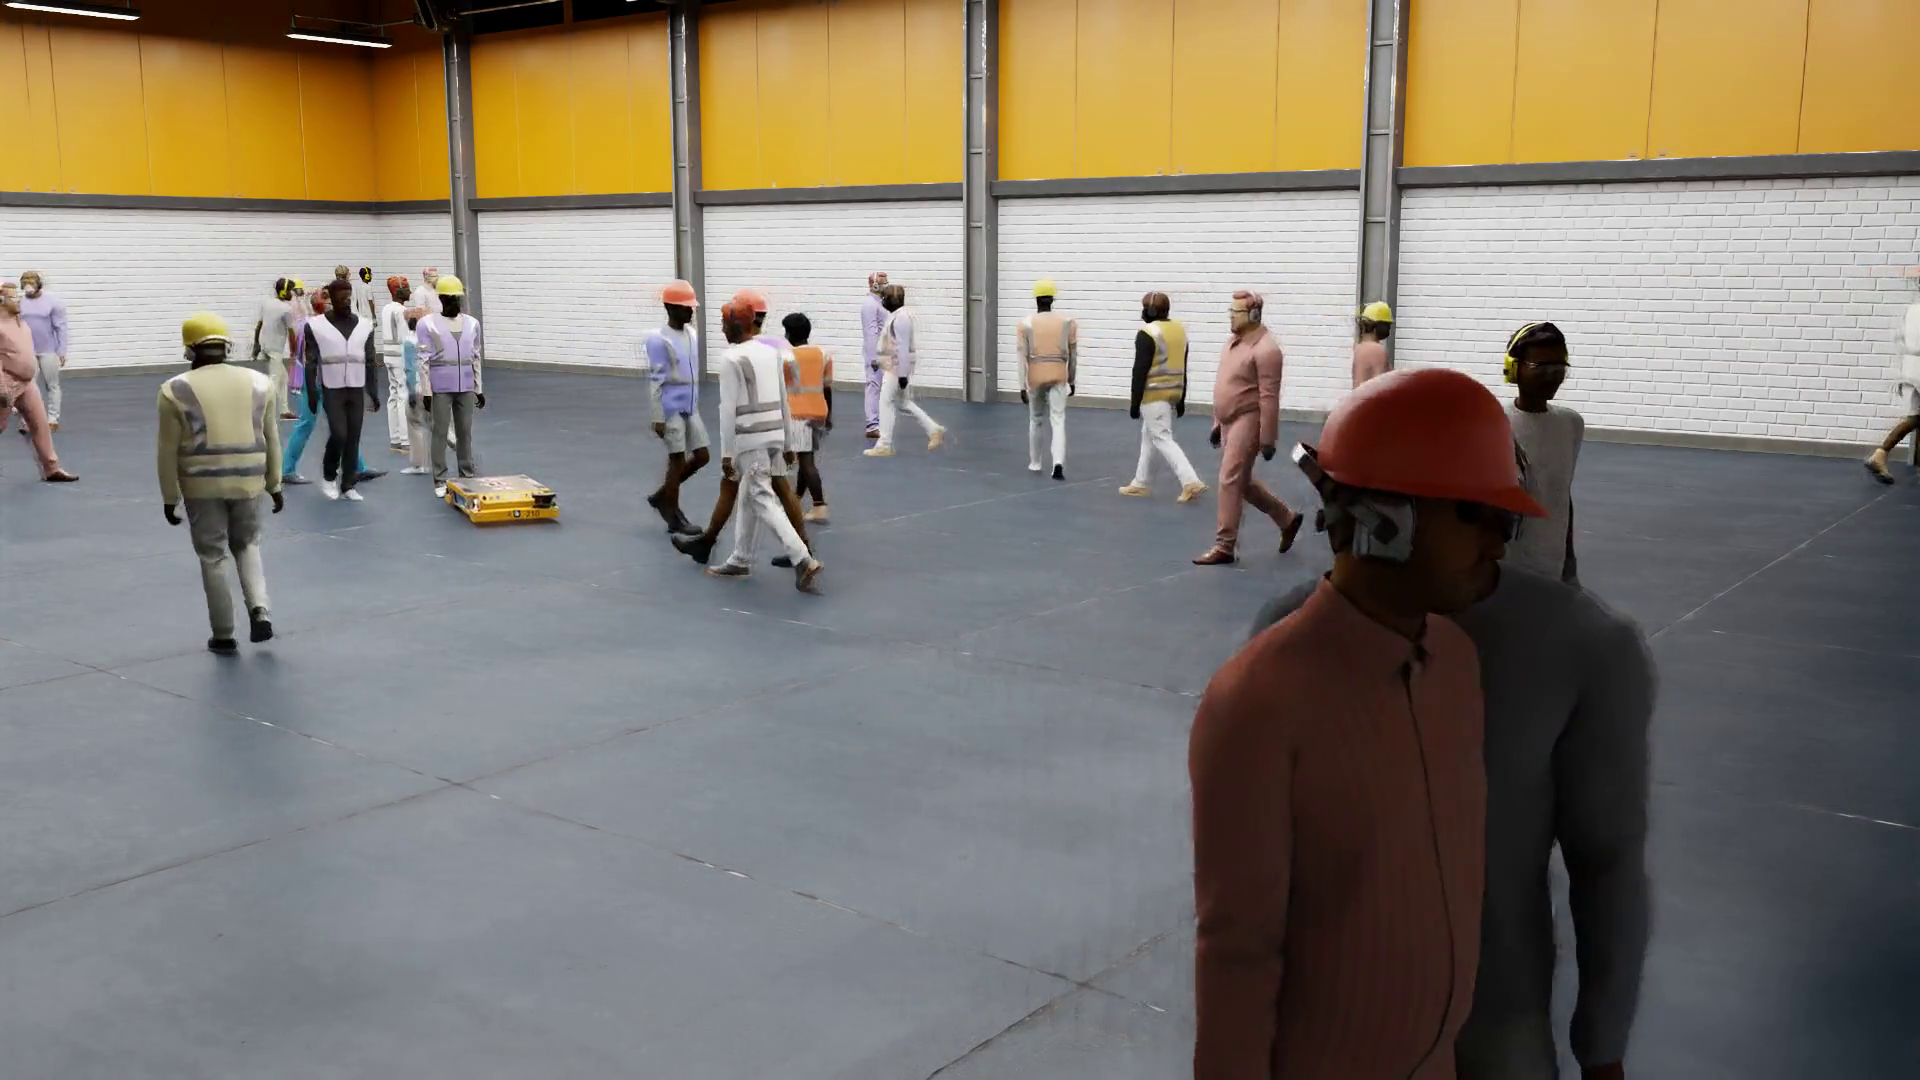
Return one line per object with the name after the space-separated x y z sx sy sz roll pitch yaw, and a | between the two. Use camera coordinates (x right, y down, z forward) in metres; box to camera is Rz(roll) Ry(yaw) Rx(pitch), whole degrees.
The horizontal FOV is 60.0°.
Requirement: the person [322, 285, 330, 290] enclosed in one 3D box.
-9.655 -3.099 25.593 0.885 1.647 0.527 9 13 43 | person

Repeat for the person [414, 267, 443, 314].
-8.159 -3.263 25.788 0.407 1.906 0.655 2 10 12 | person

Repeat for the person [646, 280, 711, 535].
-2.132 -0.990 12.509 0.472 1.918 0.568 5 11 26 | person

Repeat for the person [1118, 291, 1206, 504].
1.746 -1.216 14.193 0.928 1.809 0.637 8 13 40 | person

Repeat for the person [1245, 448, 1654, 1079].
0.784 0.697 2.745 0.636 1.915 0.844 4 11 23 | person

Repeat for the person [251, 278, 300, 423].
-8.484 -2.352 20.761 0.606 1.816 0.722 7 12 33 | person

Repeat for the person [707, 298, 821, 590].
-1.226 -0.604 10.542 0.934 1.841 0.627 5 11 29 | person

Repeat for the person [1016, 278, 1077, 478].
0.830 -1.540 15.828 0.588 1.889 0.947 0 10 -1 | person

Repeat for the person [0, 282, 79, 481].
-8.767 -1.439 15.321 0.976 1.865 0.657 1 10 3 | person

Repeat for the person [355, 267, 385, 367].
-11.051 -4.149 31.058 0.510 1.872 0.328 7 12 37 | person

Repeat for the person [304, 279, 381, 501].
-5.262 -1.271 14.205 0.456 1.900 0.594 9 13 43 | person

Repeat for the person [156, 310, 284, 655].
-3.883 -0.290 8.728 0.619 1.818 0.421 -9 13 -43 | person

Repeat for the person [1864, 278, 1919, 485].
8.662 -1.473 15.035 0.753 2.028 0.619 0 10 -2 | person

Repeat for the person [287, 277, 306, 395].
-9.952 -3.058 25.008 0.315 1.769 0.525 -6 12 -32 | person

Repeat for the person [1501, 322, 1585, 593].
2.074 0.137 6.116 0.538 1.866 0.313 -3 10 -19 | person

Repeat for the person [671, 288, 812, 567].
-1.449 -0.744 11.208 1.019 1.875 0.556 4 10 21 | person

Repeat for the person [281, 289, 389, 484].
-5.845 -1.397 15.262 0.960 1.795 0.575 -1 10 -4 | person

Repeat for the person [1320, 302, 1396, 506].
3.108 -0.963 12.835 0.578 1.749 0.528 -1 10 -5 | person

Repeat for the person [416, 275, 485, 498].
-4.426 -1.338 14.518 0.589 1.929 0.364 -10 14 -44 | person

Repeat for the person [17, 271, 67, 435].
-10.802 -2.174 19.445 0.652 1.904 0.915 -2 10 -12 | person

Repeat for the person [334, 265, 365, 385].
-9.900 -3.443 26.744 0.627 1.941 0.371 8 12 38 | person

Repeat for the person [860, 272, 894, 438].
-0.935 -2.135 19.222 0.407 1.910 0.639 1 10 4 | person

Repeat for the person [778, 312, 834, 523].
-1.276 -0.980 13.234 0.528 1.638 0.843 -9 13 -43 | person

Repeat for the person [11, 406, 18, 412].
-13.041 -2.551 22.217 0.826 1.695 0.508 -3 10 -17 | person

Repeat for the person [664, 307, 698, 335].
-4.397 -3.208 26.327 0.516 1.613 0.702 0 10 0 | person

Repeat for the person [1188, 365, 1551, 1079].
0.503 0.729 2.382 0.614 1.972 0.746 -8 13 -41 | person

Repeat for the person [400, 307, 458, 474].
-5.069 -1.417 15.873 0.624 1.614 0.520 3 10 16 | person

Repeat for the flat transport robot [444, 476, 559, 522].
-3.779 -0.357 13.627 0.652 0.197 1.431 -5 11 -26 | flat transport robot

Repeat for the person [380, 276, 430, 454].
-5.933 -1.858 17.682 0.355 1.883 0.573 -8 13 -41 | person

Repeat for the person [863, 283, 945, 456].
-0.582 -1.785 17.482 0.812 1.819 0.636 -1 10 -4 | person

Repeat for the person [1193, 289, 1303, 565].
1.998 -0.776 11.398 0.819 1.879 0.645 -2 10 -13 | person
